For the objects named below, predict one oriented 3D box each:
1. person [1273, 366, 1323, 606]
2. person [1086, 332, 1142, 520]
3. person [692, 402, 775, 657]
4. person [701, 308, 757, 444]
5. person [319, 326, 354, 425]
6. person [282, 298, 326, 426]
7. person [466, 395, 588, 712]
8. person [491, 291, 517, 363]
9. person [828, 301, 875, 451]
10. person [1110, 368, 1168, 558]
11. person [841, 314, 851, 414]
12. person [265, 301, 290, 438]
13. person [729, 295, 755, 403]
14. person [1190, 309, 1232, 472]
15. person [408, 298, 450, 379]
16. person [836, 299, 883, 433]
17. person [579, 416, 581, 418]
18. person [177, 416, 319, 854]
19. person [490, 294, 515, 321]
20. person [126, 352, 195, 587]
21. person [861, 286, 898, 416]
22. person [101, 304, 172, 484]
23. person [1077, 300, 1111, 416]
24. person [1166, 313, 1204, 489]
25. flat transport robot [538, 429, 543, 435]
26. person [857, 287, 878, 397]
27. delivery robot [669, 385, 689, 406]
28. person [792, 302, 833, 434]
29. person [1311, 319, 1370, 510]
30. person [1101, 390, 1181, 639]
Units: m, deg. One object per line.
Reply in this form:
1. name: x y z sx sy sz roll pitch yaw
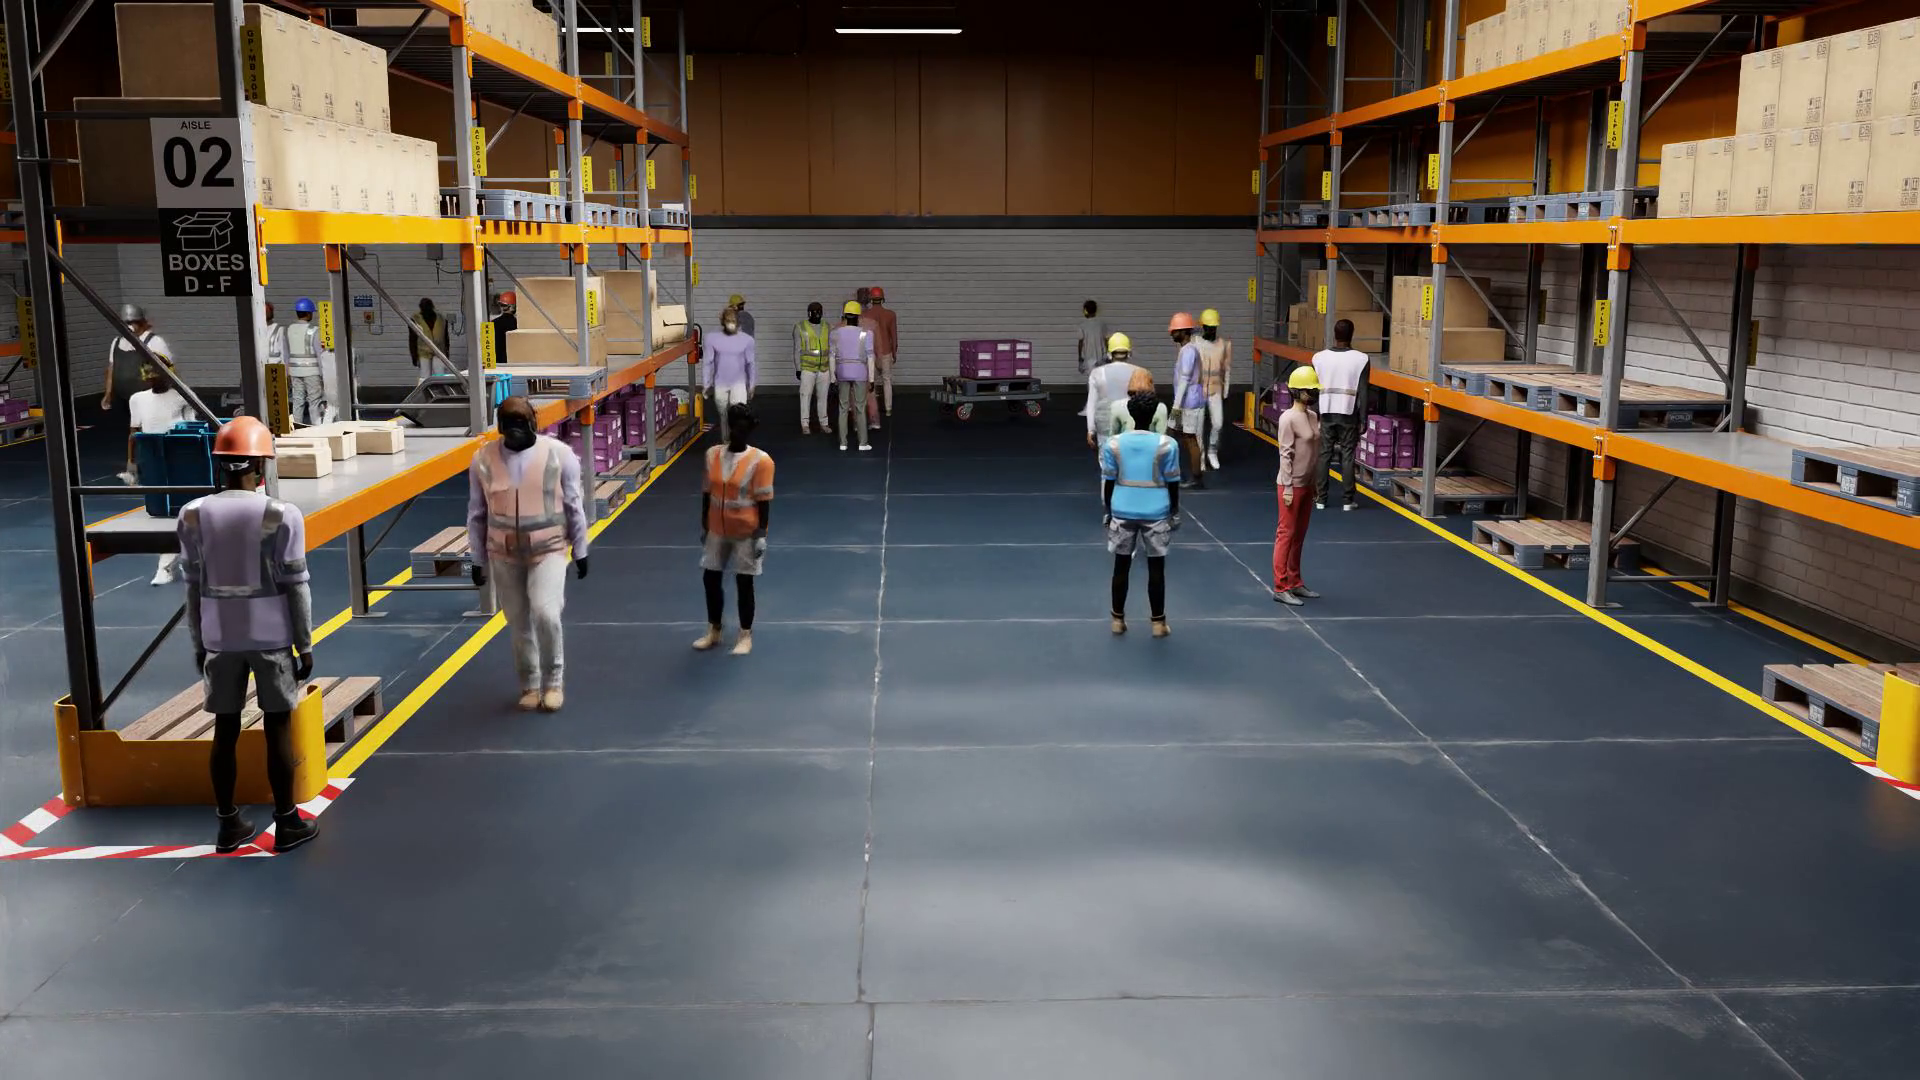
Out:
1. person: 2.529 -0.406 12.375 0.311 1.769 0.525 7 12 34
2. person: 1.515 -1.082 16.012 0.599 1.818 0.418 0 10 -1
3. person: -1.446 -0.059 10.706 0.595 1.667 0.328 5 11 24
4. person: -2.782 -1.845 20.085 0.652 1.884 1.039 0 10 -3
5. person: -6.736 -1.415 17.849 0.516 1.828 0.945 5 11 25
6. person: -8.554 -2.187 21.787 0.608 1.946 0.406 3 11 17
7. person: -2.466 0.092 9.433 0.659 1.824 0.504 0 10 1
8. person: -6.215 -2.433 23.029 0.609 1.995 0.378 5 11 25
9. person: -1.383 -2.095 21.334 0.595 1.925 0.374 1 10 7
10. person: 1.542 -0.676 14.337 0.503 1.598 0.799 2 10 11
11. person: -1.762 -2.781 26.106 0.579 1.584 0.839 4 11 21
12. person: -9.321 -2.281 22.515 0.590 1.875 0.347 5 11 27
13. person: -3.618 -3.139 27.504 0.540 1.806 0.761 5 11 26
14. person: 2.880 -1.740 19.417 0.594 1.908 0.427 0 10 -3
15. person: -8.365 -2.921 26.301 0.650 1.792 0.900 -5 11 -27
16. person: -1.421 -2.440 23.397 0.696 1.873 0.485 -3 11 -15
17. person: -5.796 -2.614 24.571 0.576 1.791 0.955 7 13 36
18. person: -3.109 0.421 7.322 0.540 1.929 0.382 -1 10 -3
19. person: -7.042 -2.836 25.589 1.020 1.889 0.644 5 11 27
20. person: -6.364 -0.601 13.318 0.538 1.826 0.979 -1 10 -3
21. person: -1.265 -2.901 25.628 0.612 1.997 0.376 -2 10 -9
22. person: -9.194 -1.636 18.459 0.699 2.000 0.972 3 11 19
23. person: 2.073 -2.735 25.260 0.514 1.814 0.932 -6 12 -28
24. person: 2.375 -1.491 17.996 0.632 1.913 0.556 0 10 2
25. flat transport robot: -5.422 -1.400 22.078 0.652 0.197 1.431 0 10 -2
26. person: -1.666 -3.430 28.842 0.403 1.908 0.664 -3 11 -17
27. delivery robot: -4.206 -2.070 24.759 0.477 0.478 0.707 1 10 4
28. person: -2.026 -2.404 23.287 0.630 1.842 0.429 -5 11 -27
29. person: 3.801 -1.250 16.673 0.589 1.911 0.376 5 11 27
30. person: 1.225 -0.173 11.286 0.546 1.690 0.318 4 11 20
